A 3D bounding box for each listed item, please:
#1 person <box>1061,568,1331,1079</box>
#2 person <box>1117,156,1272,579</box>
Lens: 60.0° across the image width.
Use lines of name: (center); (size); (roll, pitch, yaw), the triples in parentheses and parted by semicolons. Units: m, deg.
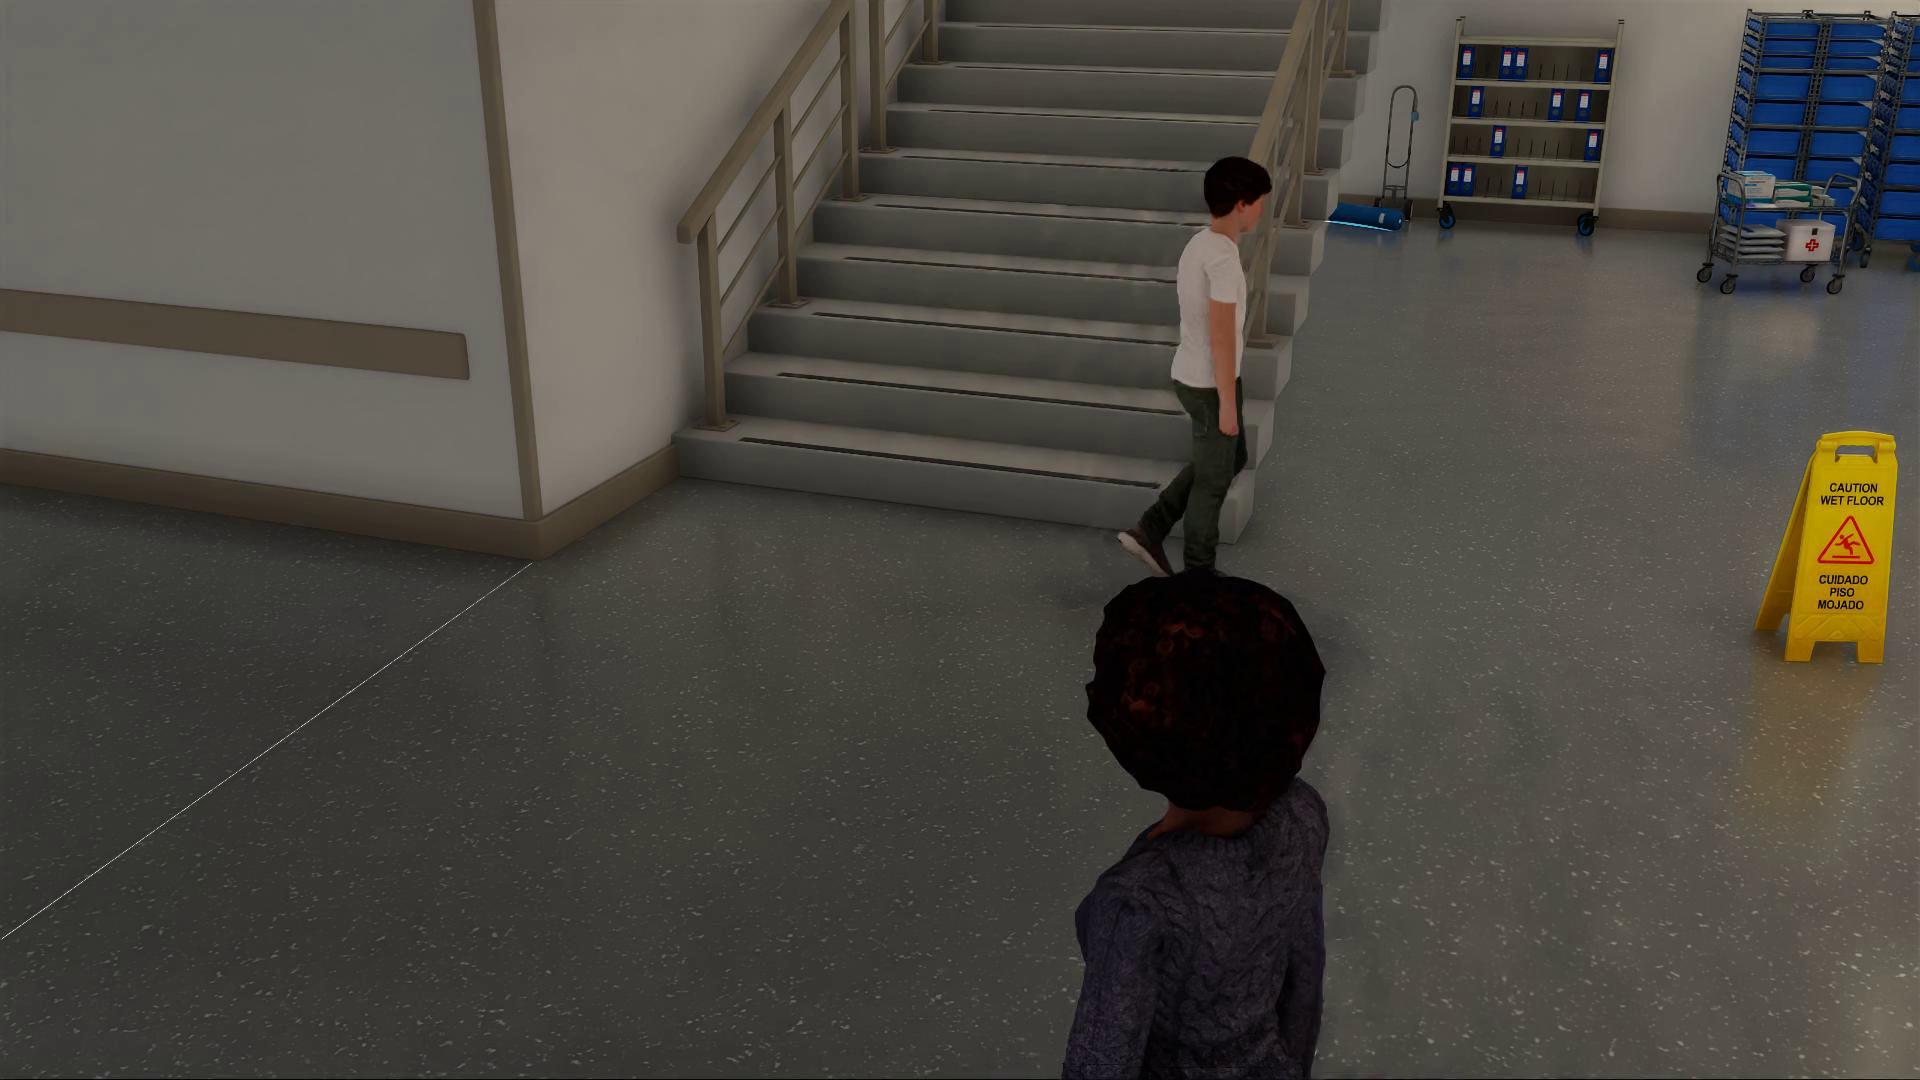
person: (0.374, 0.871, 2.173); (0.720, 1.699, 0.795); (-19, 28, -40)
person: (0.820, -0.545, 5.986); (0.810, 1.646, 0.789); (-1, 21, -1)
